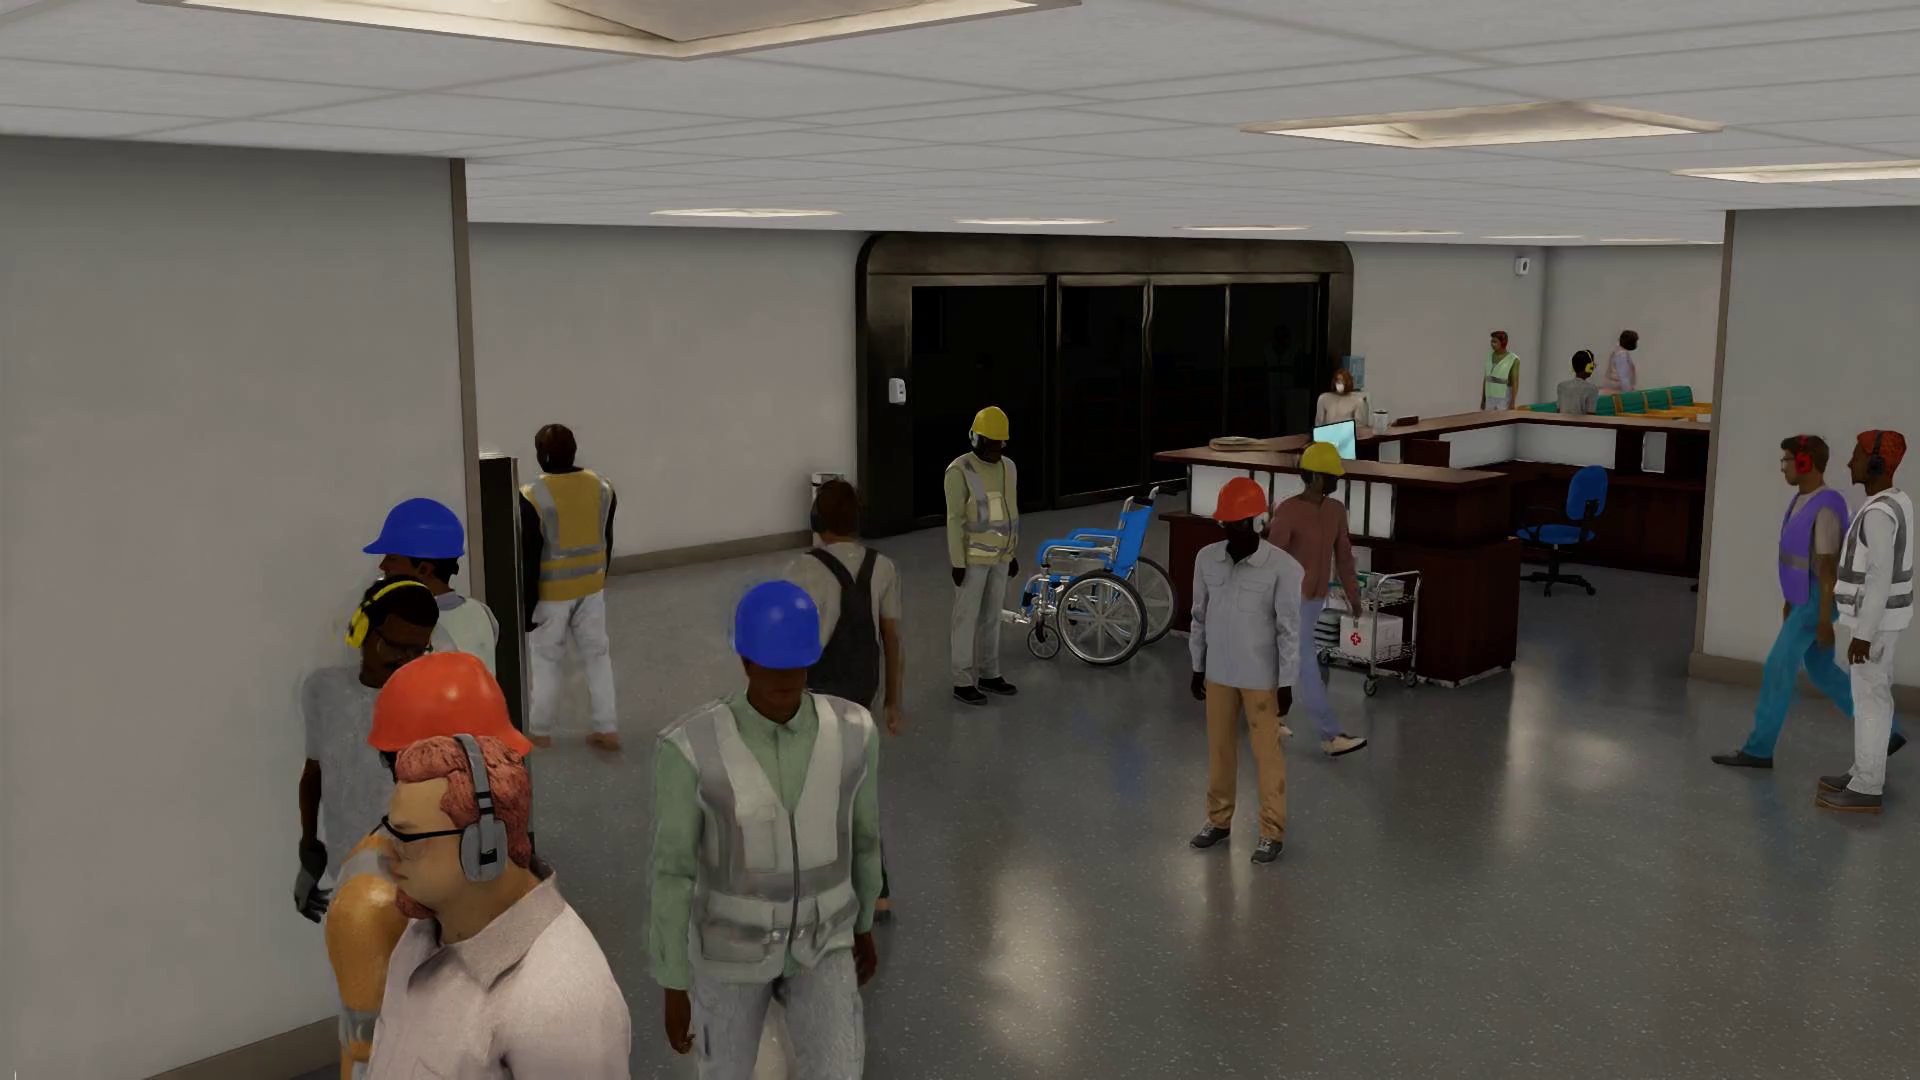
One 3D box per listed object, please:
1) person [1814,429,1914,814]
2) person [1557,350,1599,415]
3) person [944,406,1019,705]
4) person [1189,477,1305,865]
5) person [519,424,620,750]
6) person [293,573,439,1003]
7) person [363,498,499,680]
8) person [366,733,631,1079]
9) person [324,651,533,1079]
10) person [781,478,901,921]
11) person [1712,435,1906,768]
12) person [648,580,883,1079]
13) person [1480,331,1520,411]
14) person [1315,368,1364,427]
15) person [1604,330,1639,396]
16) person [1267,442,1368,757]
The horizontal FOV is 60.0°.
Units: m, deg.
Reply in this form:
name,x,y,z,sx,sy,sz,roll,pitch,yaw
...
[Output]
name,x,y,z,sx,sy,sz,roll,pitch,yaw
person,4.451,0.399,8.146,0.361,1.883,0.574,6,11,34
person,6.132,-0.960,16.570,0.330,1.861,0.505,-5,11,-29
person,0.159,0.086,10.243,0.404,1.824,0.591,8,12,40
person,1.259,0.579,7.473,0.563,1.742,0.360,8,12,41
person,-2.182,0.266,9.180,0.508,1.838,0.637,9,13,44
person,-1.713,0.984,4.747,0.695,1.832,0.347,2,9,12
person,-1.641,0.833,5.276,0.380,1.951,0.605,0,9,3
person,-0.800,1.255,2.824,0.399,1.909,0.642,-7,12,-36
person,-1.014,1.165,3.315,0.387,1.928,0.546,1,9,3
person,-0.538,0.632,7.035,0.510,1.782,1.008,-7,11,-36
person,4.543,0.339,8.761,0.920,1.796,0.595,2,10,15
person,-0.463,1.035,4.207,0.653,1.887,1.022,-4,10,-23
person,7.175,-1.856,22.108,0.392,1.839,0.563,-5,11,-29
person,4.046,-1.035,17.734,0.519,1.615,0.576,4,10,25
person,9.273,-2.036,23.326,0.575,1.805,0.643,4,10,21
person,1.953,0.316,9.158,0.545,1.712,0.944,-7,12,-37
